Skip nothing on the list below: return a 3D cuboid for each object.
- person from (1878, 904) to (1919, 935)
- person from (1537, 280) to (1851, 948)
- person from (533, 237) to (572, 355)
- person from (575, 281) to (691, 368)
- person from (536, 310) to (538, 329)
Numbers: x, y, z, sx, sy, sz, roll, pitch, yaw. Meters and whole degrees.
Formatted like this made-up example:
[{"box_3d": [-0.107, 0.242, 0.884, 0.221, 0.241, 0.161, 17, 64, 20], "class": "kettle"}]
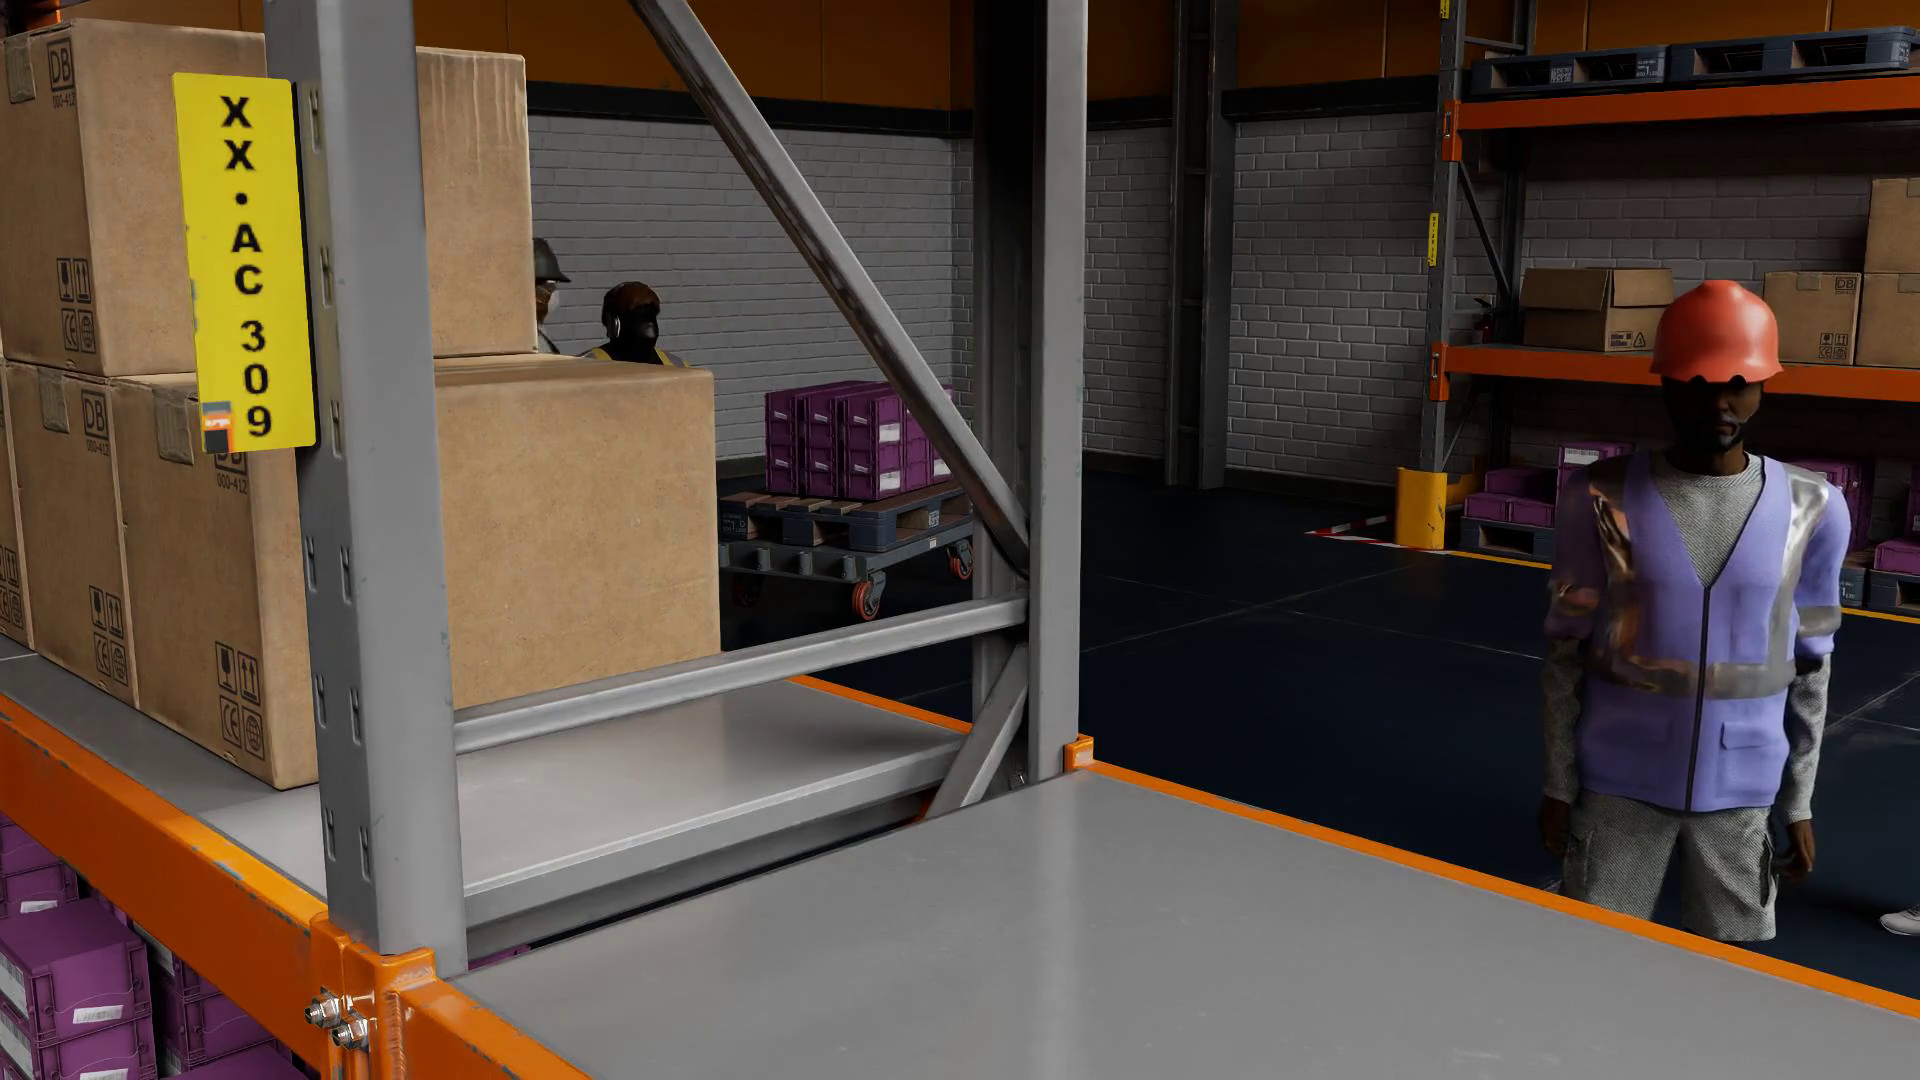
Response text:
[{"box_3d": [2.915, 0.243, 4.552, 0.374, 1.917, 0.596, -2, 11, -11], "class": "person"}, {"box_3d": [1.423, 0.466, 3.286, 0.543, 1.938, 0.356, 2, 11, 13], "class": "person"}, {"box_3d": [-1.961, -0.352, 7.464, 0.654, 2.000, 0.696, -3, 11, -14], "class": "person"}, {"box_3d": [-1.266, -0.087, 6.559, 0.429, 1.846, 0.626, 10, 14, 43], "class": "person"}, {"box_3d": [-1.495, 0.072, 5.664, 0.356, 1.858, 0.514, 4, 11, 19], "class": "person"}]
